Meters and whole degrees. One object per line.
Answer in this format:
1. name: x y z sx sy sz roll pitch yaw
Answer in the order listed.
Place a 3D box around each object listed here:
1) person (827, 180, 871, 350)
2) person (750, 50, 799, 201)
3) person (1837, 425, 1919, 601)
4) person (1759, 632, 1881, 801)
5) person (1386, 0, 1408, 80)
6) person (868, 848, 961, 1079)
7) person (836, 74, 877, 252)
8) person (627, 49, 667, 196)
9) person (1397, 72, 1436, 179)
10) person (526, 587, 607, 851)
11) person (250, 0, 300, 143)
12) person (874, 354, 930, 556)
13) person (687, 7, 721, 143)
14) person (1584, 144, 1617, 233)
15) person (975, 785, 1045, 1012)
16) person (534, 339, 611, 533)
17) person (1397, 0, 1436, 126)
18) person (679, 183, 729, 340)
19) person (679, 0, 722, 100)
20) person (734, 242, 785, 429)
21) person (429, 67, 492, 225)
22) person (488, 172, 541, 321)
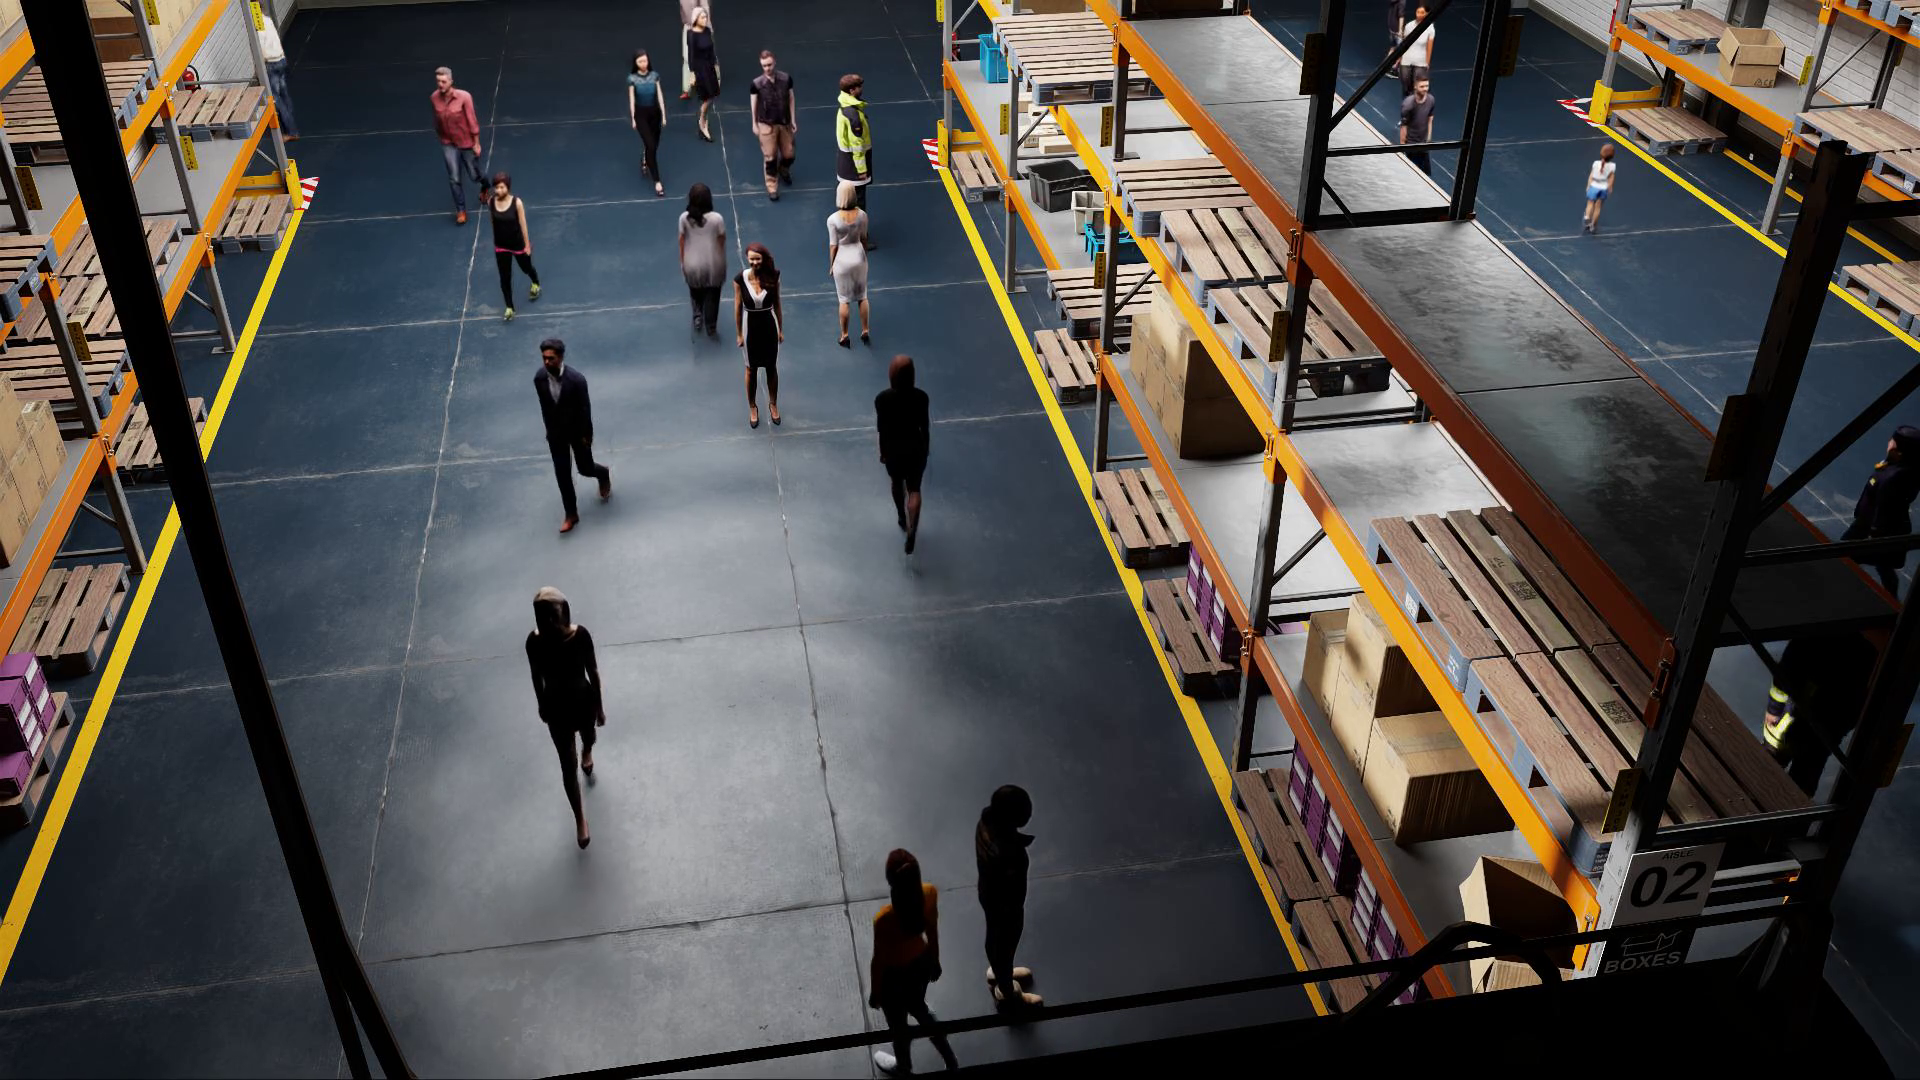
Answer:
1. person: -1.090 -2.747 16.566 0.599 1.752 0.565 -12 36 -18
2. person: -2.232 -5.009 19.908 0.765 1.820 0.876 -13 36 -19
3. person: 7.062 -0.050 12.623 1.205 1.623 1.081 29 43 36
4. person: 5.511 1.047 10.777 0.979 1.842 1.081 10 35 15
5. person: 6.216 -7.338 23.752 0.617 1.442 0.508 -3 34 -5
6. person: -0.221 2.373 8.877 0.976 1.735 0.878 26 42 34
7. person: -1.195 -4.239 18.601 0.842 1.983 0.598 -9 35 -13
8. person: -3.795 -5.095 20.137 0.777 1.709 1.107 -16 37 -22
9. person: 5.209 -4.599 19.354 0.735 1.749 0.708 -17 37 -23
10. person: -2.525 1.039 10.834 0.660 1.791 1.165 -10 35 -14
11. person: -8.905 -6.132 21.590 0.866 1.827 0.675 12 36 18
12. person: -0.454 -0.658 13.490 0.680 1.677 1.054 -1 34 -1
13. person: -3.378 -6.023 21.505 0.830 1.739 0.771 18 38 25
14. person: 7.383 -4.054 19.213 0.628 0.998 0.759 11 35 16
15. person: 0.227 2.047 9.436 0.665 1.661 0.599 8 34 12
16. person: -3.215 -0.936 13.883 0.871 1.704 1.094 7 34 11
17. person: 6.050 -6.336 22.073 0.753 1.632 0.815 20 38 27
18. person: -2.588 -2.772 16.747 0.678 1.591 0.700 0 34 0
19. person: -3.578 -7.031 22.942 1.094 1.828 1.257 18 37 24
20. person: -1.830 -1.879 15.220 0.587 1.795 0.488 -7 34 -10
21. person: -5.804 -4.647 19.373 0.840 1.808 1.080 4 34 6
22. person: -4.639 -3.121 17.341 0.726 1.516 1.080 2 34 3
